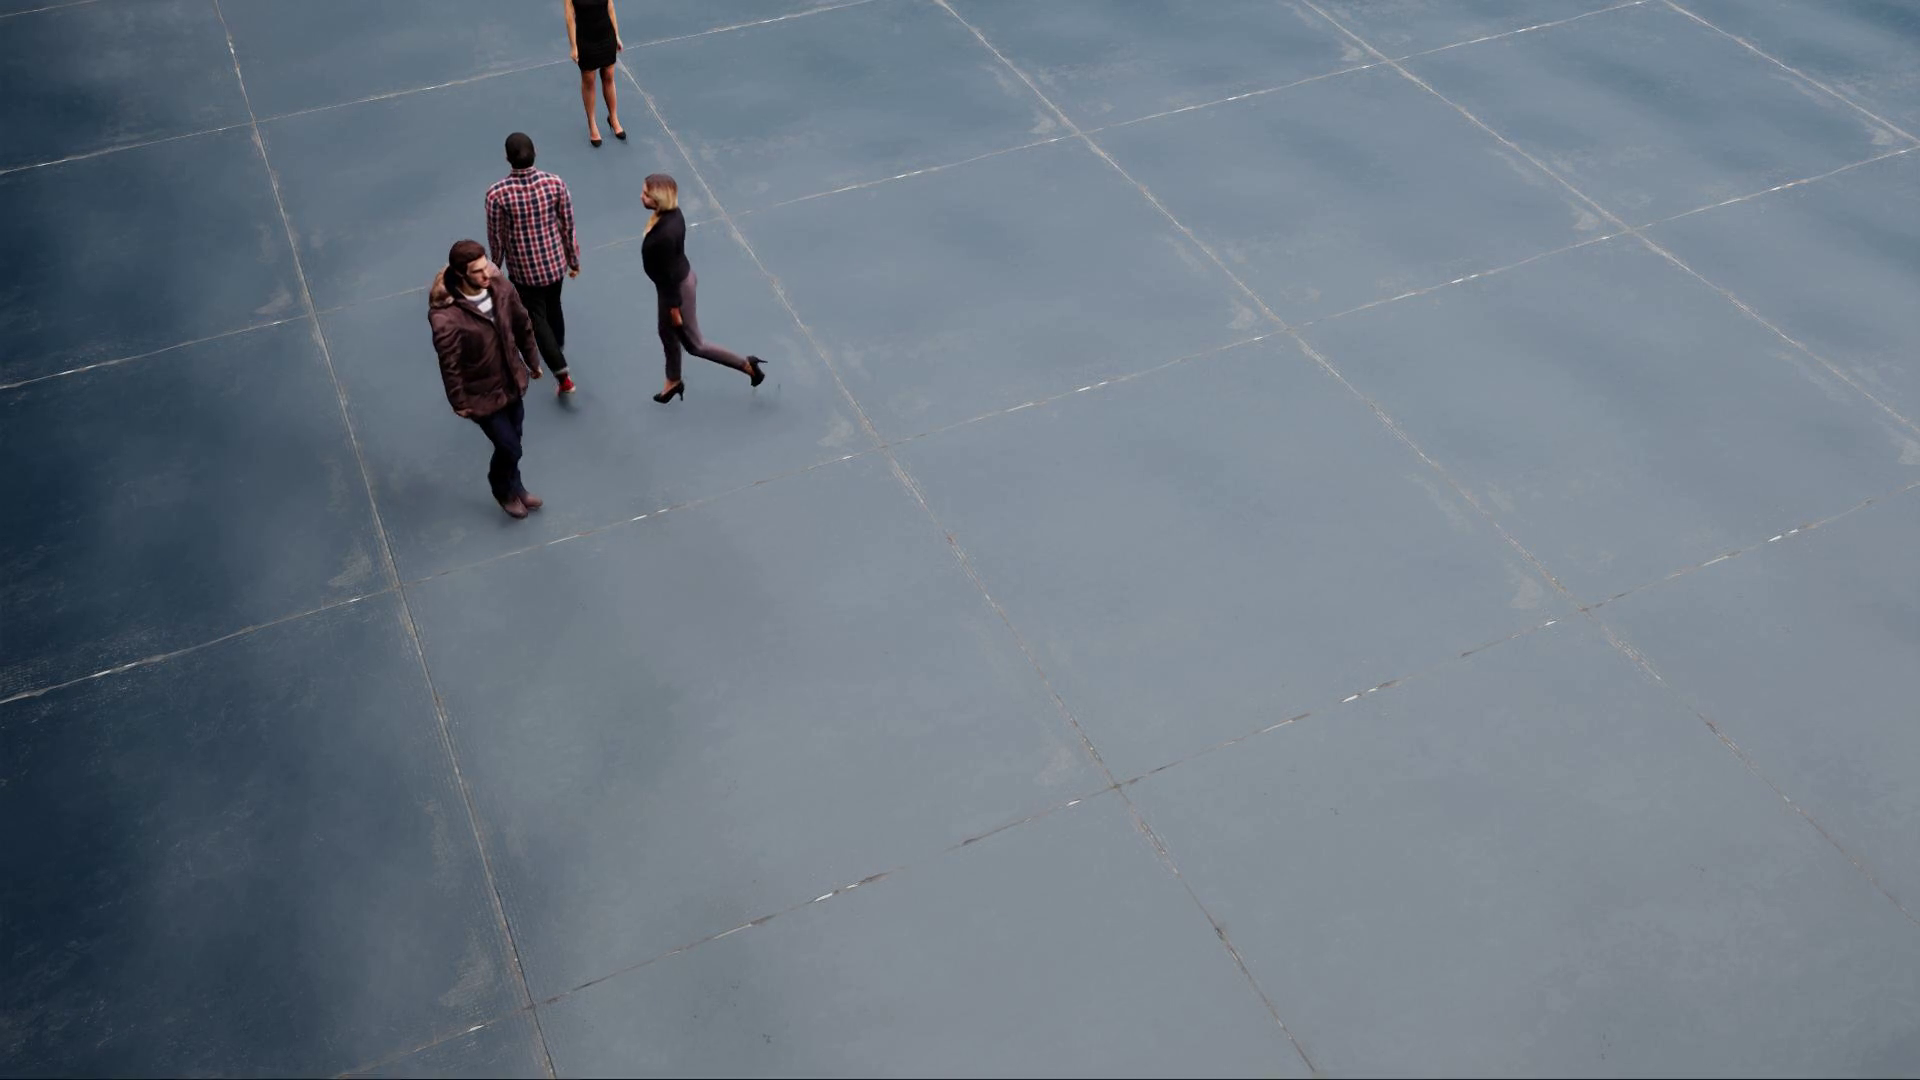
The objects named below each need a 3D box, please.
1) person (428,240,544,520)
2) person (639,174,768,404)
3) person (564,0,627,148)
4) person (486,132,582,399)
[{"bbox_3d":[-2.710,-0.915,9.399,0.923,1.835,0.898,21,46,22],"label":"person"},{"bbox_3d":[-1.628,-1.495,10.176,0.848,1.649,0.988,-5,43,-6],"label":"person"},{"bbox_3d":[-2.804,-3.830,12.747,0.592,1.648,0.524,-22,47,-23],"label":"person"},{"bbox_3d":[-2.612,-1.680,10.304,0.789,1.750,1.108,-24,48,-24],"label":"person"}]
